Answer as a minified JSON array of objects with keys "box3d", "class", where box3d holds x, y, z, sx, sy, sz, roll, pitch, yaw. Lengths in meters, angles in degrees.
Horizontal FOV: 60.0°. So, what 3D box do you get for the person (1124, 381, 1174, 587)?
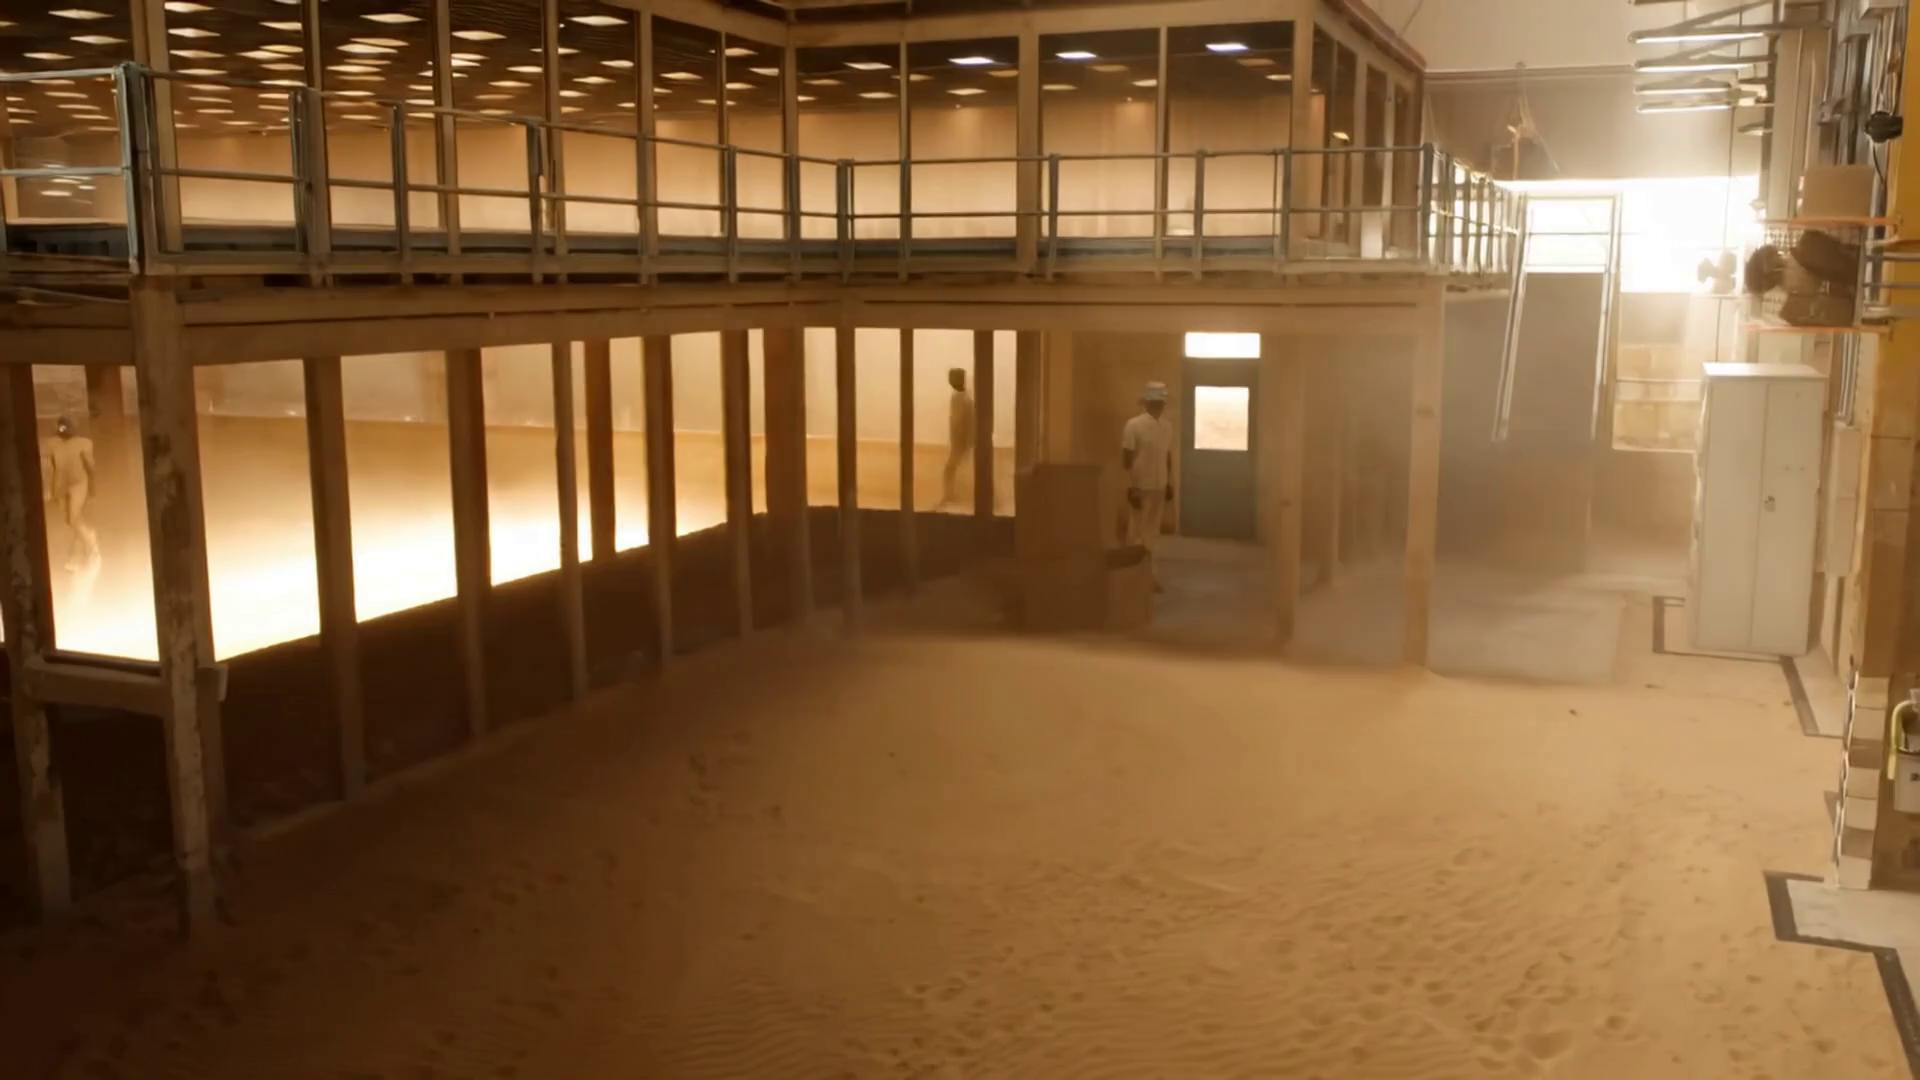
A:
[{"box3d":[1.843,-0.549,16.171,0.622,1.997,0.371,-8,12,-41],"class":"person"}]
